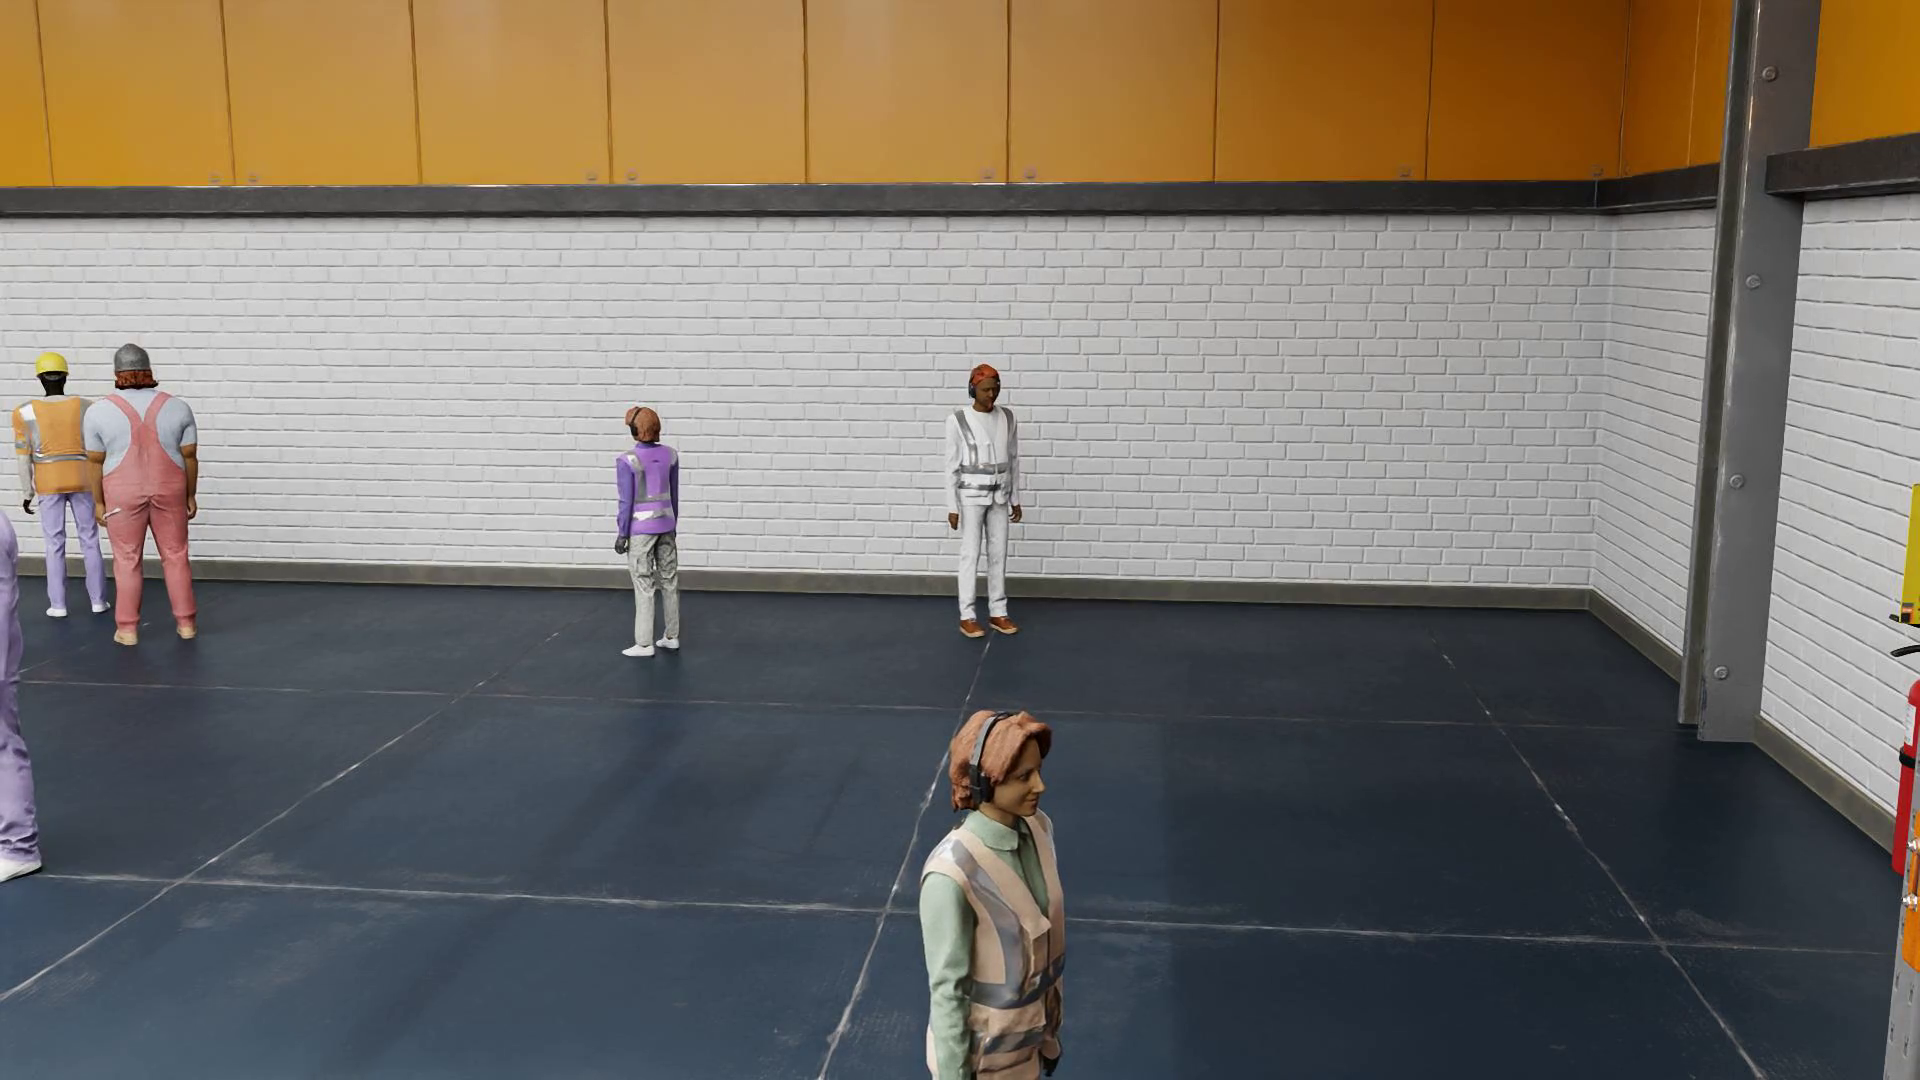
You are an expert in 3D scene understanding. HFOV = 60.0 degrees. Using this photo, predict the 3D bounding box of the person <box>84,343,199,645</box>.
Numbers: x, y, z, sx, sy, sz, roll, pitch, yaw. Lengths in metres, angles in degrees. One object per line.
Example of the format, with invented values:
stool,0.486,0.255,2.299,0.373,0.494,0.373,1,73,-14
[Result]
person,-5.527,-0.324,11.269,0.683,2.000,0.535,-7,12,-33

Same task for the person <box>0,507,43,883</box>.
person,-4.146,0.493,6.974,0.402,1.906,0.652,-7,12,-35

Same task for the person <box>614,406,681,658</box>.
person,-2.029,-0.050,10.842,0.310,1.642,0.514,7,12,36

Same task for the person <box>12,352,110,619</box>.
person,-6.459,-0.391,11.995,0.585,1.921,0.373,-6,12,-32

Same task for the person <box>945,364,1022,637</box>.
person,0.163,-0.267,11.421,0.585,1.879,0.367,-6,12,-32

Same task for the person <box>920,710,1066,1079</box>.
person,0.078,1.183,3.788,0.306,1.640,0.521,5,11,26
